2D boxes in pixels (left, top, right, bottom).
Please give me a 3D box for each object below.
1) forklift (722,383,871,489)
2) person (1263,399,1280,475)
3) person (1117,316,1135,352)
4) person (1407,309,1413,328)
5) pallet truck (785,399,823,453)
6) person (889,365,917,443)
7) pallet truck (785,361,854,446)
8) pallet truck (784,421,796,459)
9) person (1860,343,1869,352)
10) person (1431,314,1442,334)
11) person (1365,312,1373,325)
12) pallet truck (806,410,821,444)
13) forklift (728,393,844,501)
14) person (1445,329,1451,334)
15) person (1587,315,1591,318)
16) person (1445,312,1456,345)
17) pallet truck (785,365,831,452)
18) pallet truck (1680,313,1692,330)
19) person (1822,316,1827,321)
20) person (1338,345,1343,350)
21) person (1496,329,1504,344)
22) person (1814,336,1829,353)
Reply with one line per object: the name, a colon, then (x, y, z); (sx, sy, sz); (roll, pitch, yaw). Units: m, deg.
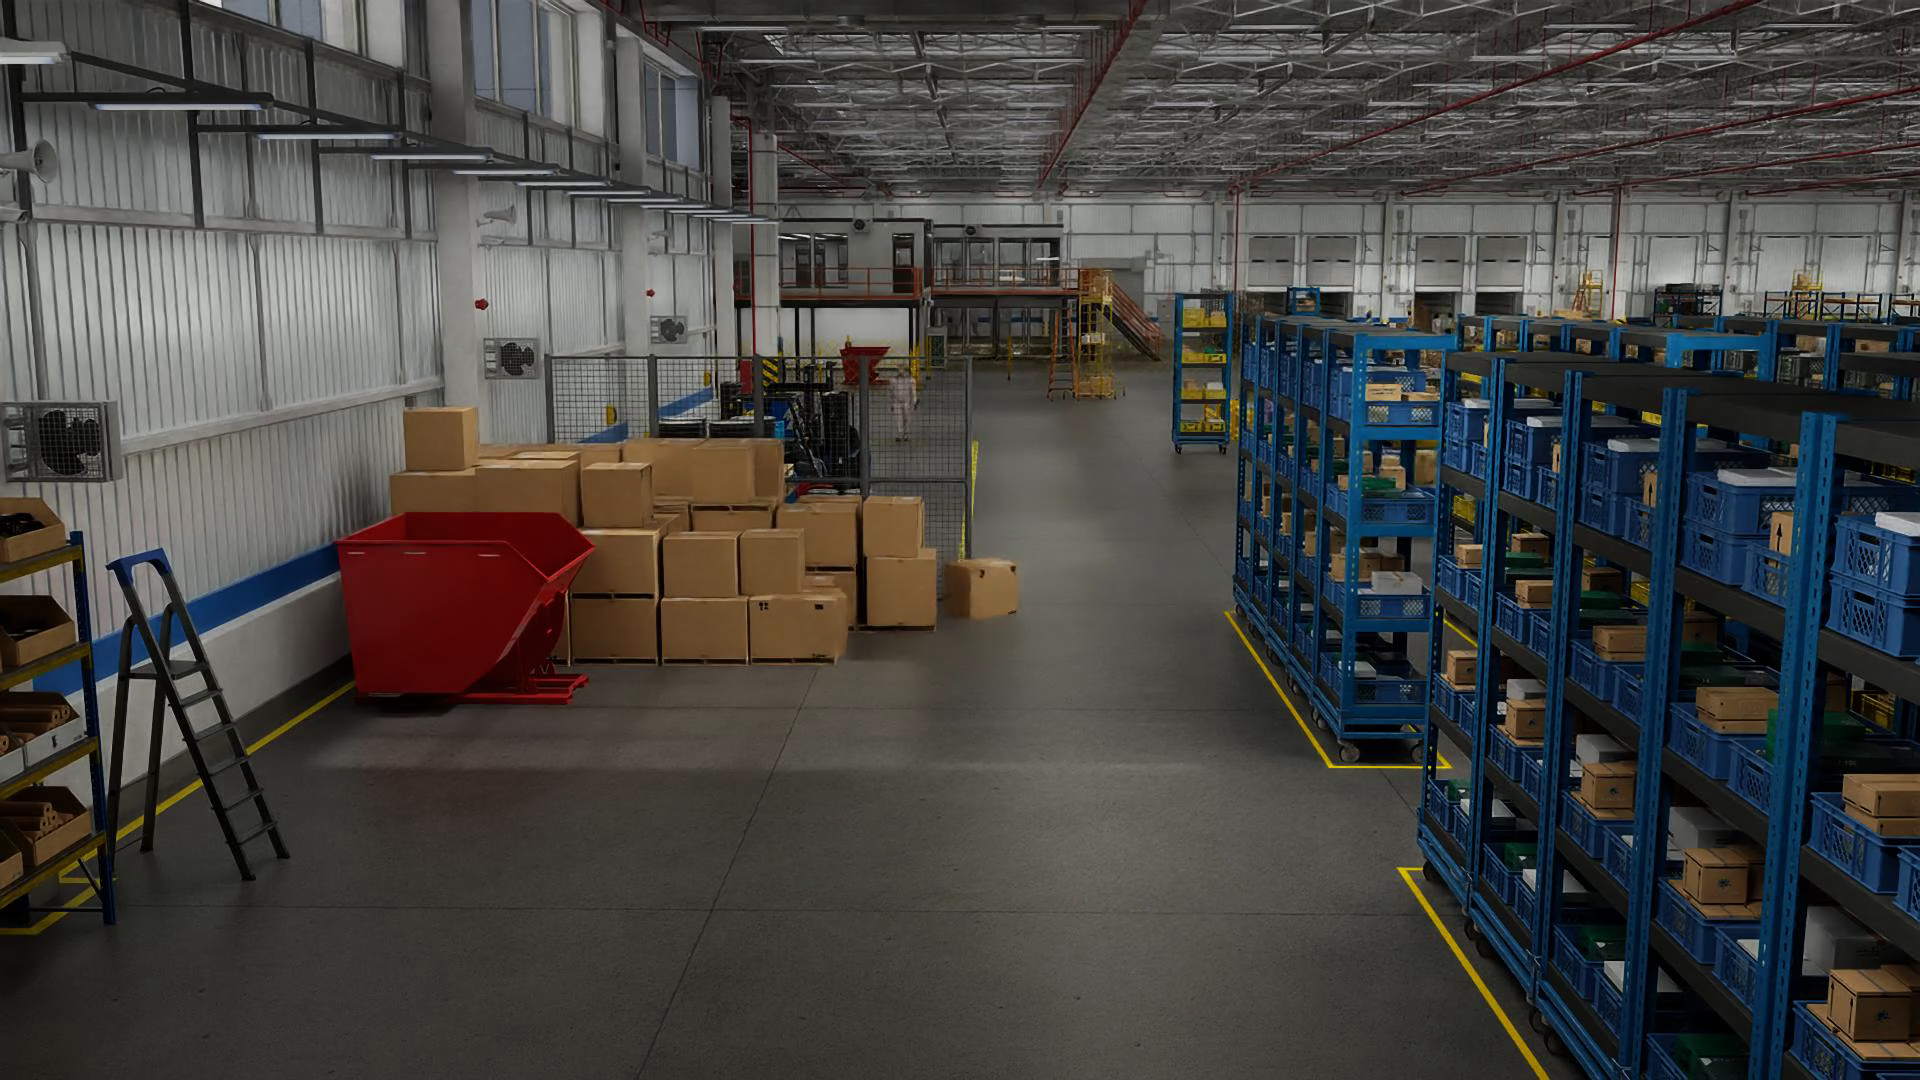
forklift: (-2.893, -1.687, 28.729); (2.680, 1.987, 1.157); (0, 9, -1)
person: (6.283, -2.318, 33.435); (0.372, 2.042, 0.615); (2, 9, 10)
person: (8.395, -10.458, 84.299); (0.969, 1.841, 0.591); (-4, 10, -26)
person: (25.593, -12.174, 94.628); (0.395, 1.920, 0.584); (5, 11, 30)
pallet truck: (-3.814, -2.432, 36.419); (1.630, 1.274, 0.653); (0, 9, 1)
person: (-1.369, -3.263, 39.838); (0.664, 1.851, 1.003); (0, 9, -1)
pallet truck: (-3.410, -3.193, 38.978); (1.885, 1.965, 0.823); (0, 9, -1)
pallet truck: (-4.013, -1.793, 32.705); (1.601, 1.201, 0.680); (0, 9, 1)
person: (31.522, -6.073, 58.046); (0.899, 1.577, 0.503); (5, 11, 30)
person: (25.167, -11.059, 88.124); (0.654, 1.790, 0.945); (-4, 10, -24)
person: (21.238, -10.861, 86.427); (0.405, 1.948, 0.605); (-1, 9, -9)
pallet truck: (-3.559, -2.018, 33.905); (1.522, 1.261, 0.704); (0, 9, -1)
forklift: (-2.979, -1.316, 26.476); (2.680, 1.987, 1.157); (0, 9, 1)
person: (18.436, -7.051, 63.032); (0.628, 1.910, 0.990); (-8, 12, -41)
person: (31.277, -10.245, 82.828); (1.012, 1.884, 0.651); (-7, 12, -37)
person: (27.017, -11.705, 92.082); (0.898, 1.813, 0.637); (6, 11, 31)
pallet truck: (-3.774, -2.976, 37.635); (1.885, 1.965, 0.823); (1, 9, 5)
pallet truck: (36.315, -10.531, 84.244); (0.823, 1.965, 1.885); (-6, 11, -33)
person: (42.622, -10.113, 82.070); (0.944, 1.864, 0.588); (2, 9, 13)
person: (15.042, -7.417, 65.509); (0.436, 1.869, 0.554); (-2, 9, -12)
person: (21.697, -7.738, 67.218); (0.542, 1.931, 0.376); (6, 11, 31)
person: (32.967, -7.107, 63.622); (0.514, 1.841, 0.671); (4, 10, 25)
